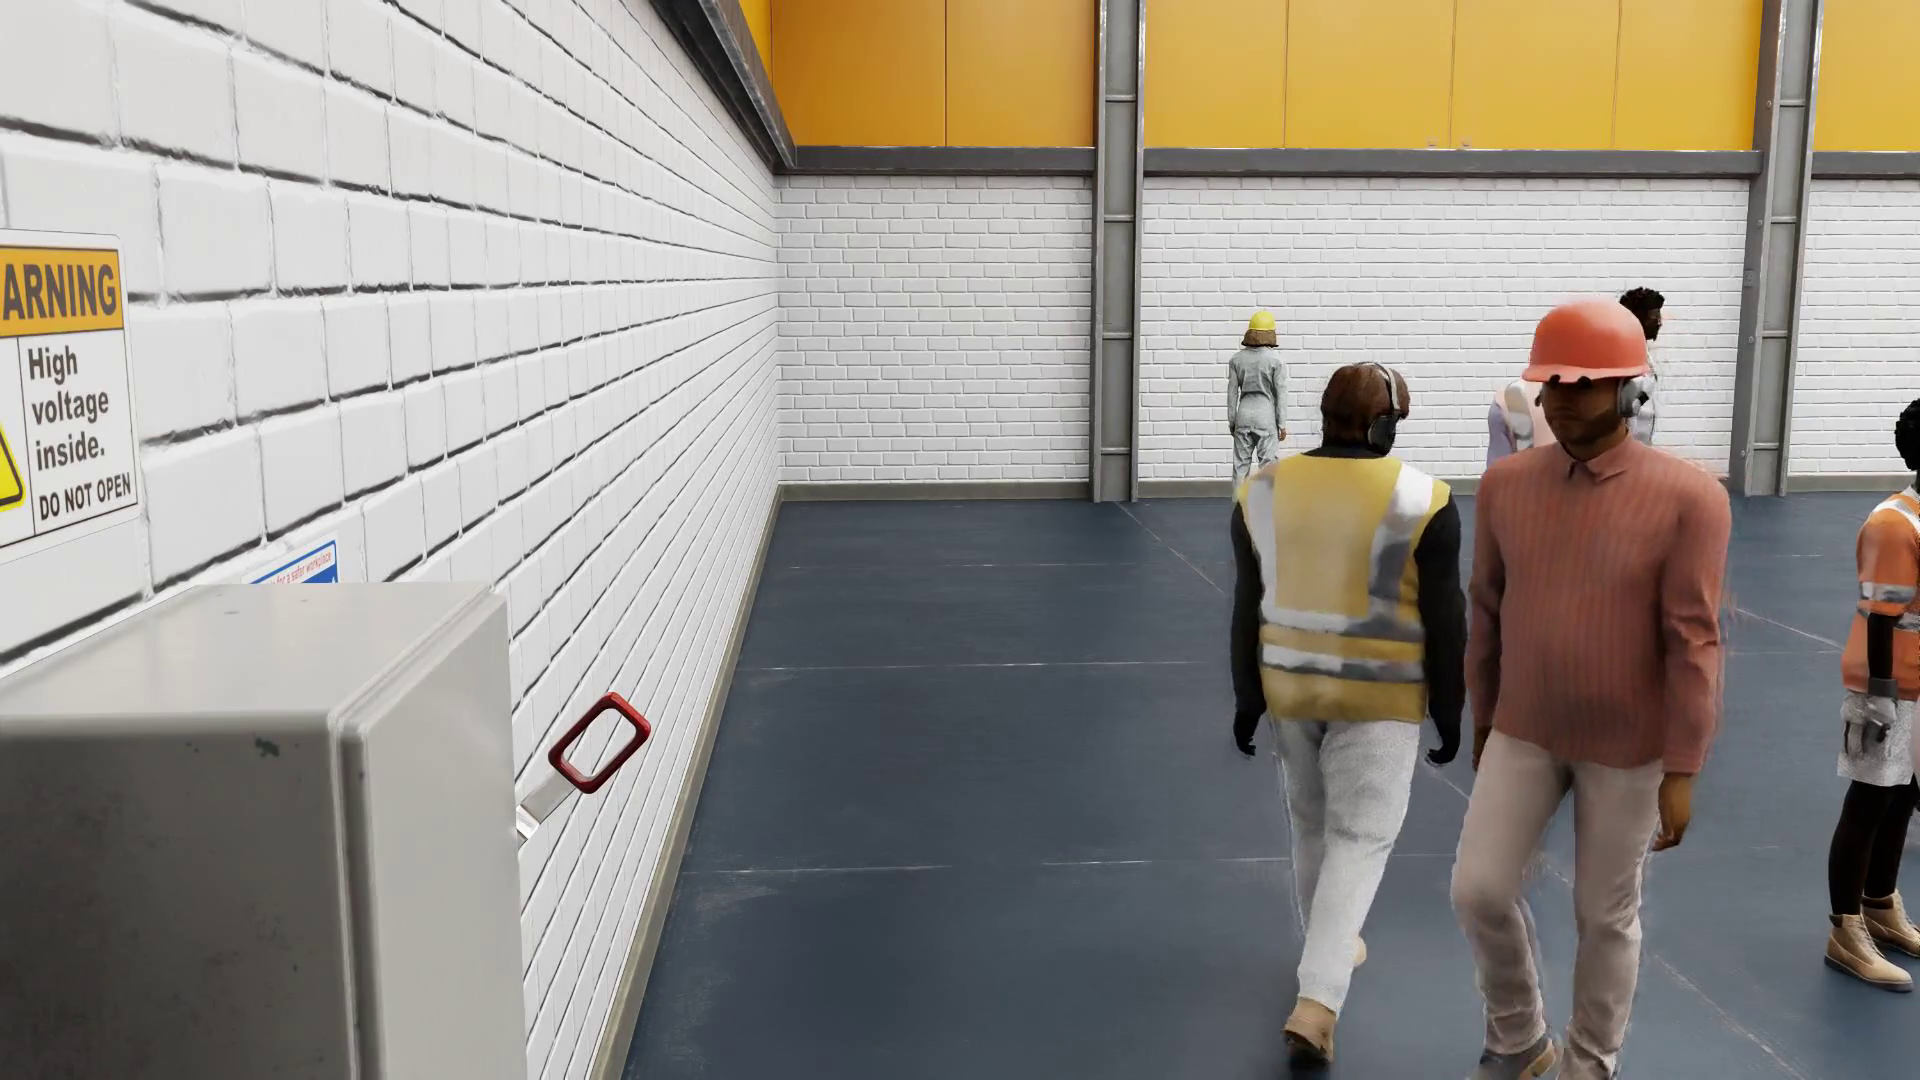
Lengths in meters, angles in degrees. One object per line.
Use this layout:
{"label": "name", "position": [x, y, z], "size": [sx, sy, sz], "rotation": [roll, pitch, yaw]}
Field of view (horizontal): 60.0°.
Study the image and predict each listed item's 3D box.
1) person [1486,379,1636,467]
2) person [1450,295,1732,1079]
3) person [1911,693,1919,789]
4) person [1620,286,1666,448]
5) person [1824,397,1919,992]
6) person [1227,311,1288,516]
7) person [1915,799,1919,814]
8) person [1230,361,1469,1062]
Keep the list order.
{"label": "person", "position": [2.634, -0.063, 7.373], "size": [0.624, 1.846, 0.430], "rotation": [2, 9, 12]}
{"label": "person", "position": [1.393, 0.446, 3.772], "size": [0.616, 1.978, 0.446], "rotation": [8, 12, 43]}
{"label": "person", "position": [1.967, 0.589, 3.081], "size": [0.401, 1.906, 0.649], "rotation": [1, 9, 5]}
{"label": "person", "position": [4.063, -0.586, 10.294], "size": [0.621, 1.953, 0.537], "rotation": [-7, 12, -39]}
{"label": "person", "position": [2.736, 0.421, 4.791], "size": [0.536, 1.696, 0.322], "rotation": [-7, 11, -38]}
{"label": "person", "position": [2.350, -0.926, 13.101], "size": [0.494, 1.743, 0.306], "rotation": [6, 11, 33]}
{"label": "person", "position": [3.774, 0.190, 5.632], "size": [0.831, 1.896, 0.585], "rotation": [-1, 9, -4]}
{"label": "person", "position": [0.996, 0.434, 4.414], "size": [0.626, 1.813, 0.865], "rotation": [6, 11, 35]}
